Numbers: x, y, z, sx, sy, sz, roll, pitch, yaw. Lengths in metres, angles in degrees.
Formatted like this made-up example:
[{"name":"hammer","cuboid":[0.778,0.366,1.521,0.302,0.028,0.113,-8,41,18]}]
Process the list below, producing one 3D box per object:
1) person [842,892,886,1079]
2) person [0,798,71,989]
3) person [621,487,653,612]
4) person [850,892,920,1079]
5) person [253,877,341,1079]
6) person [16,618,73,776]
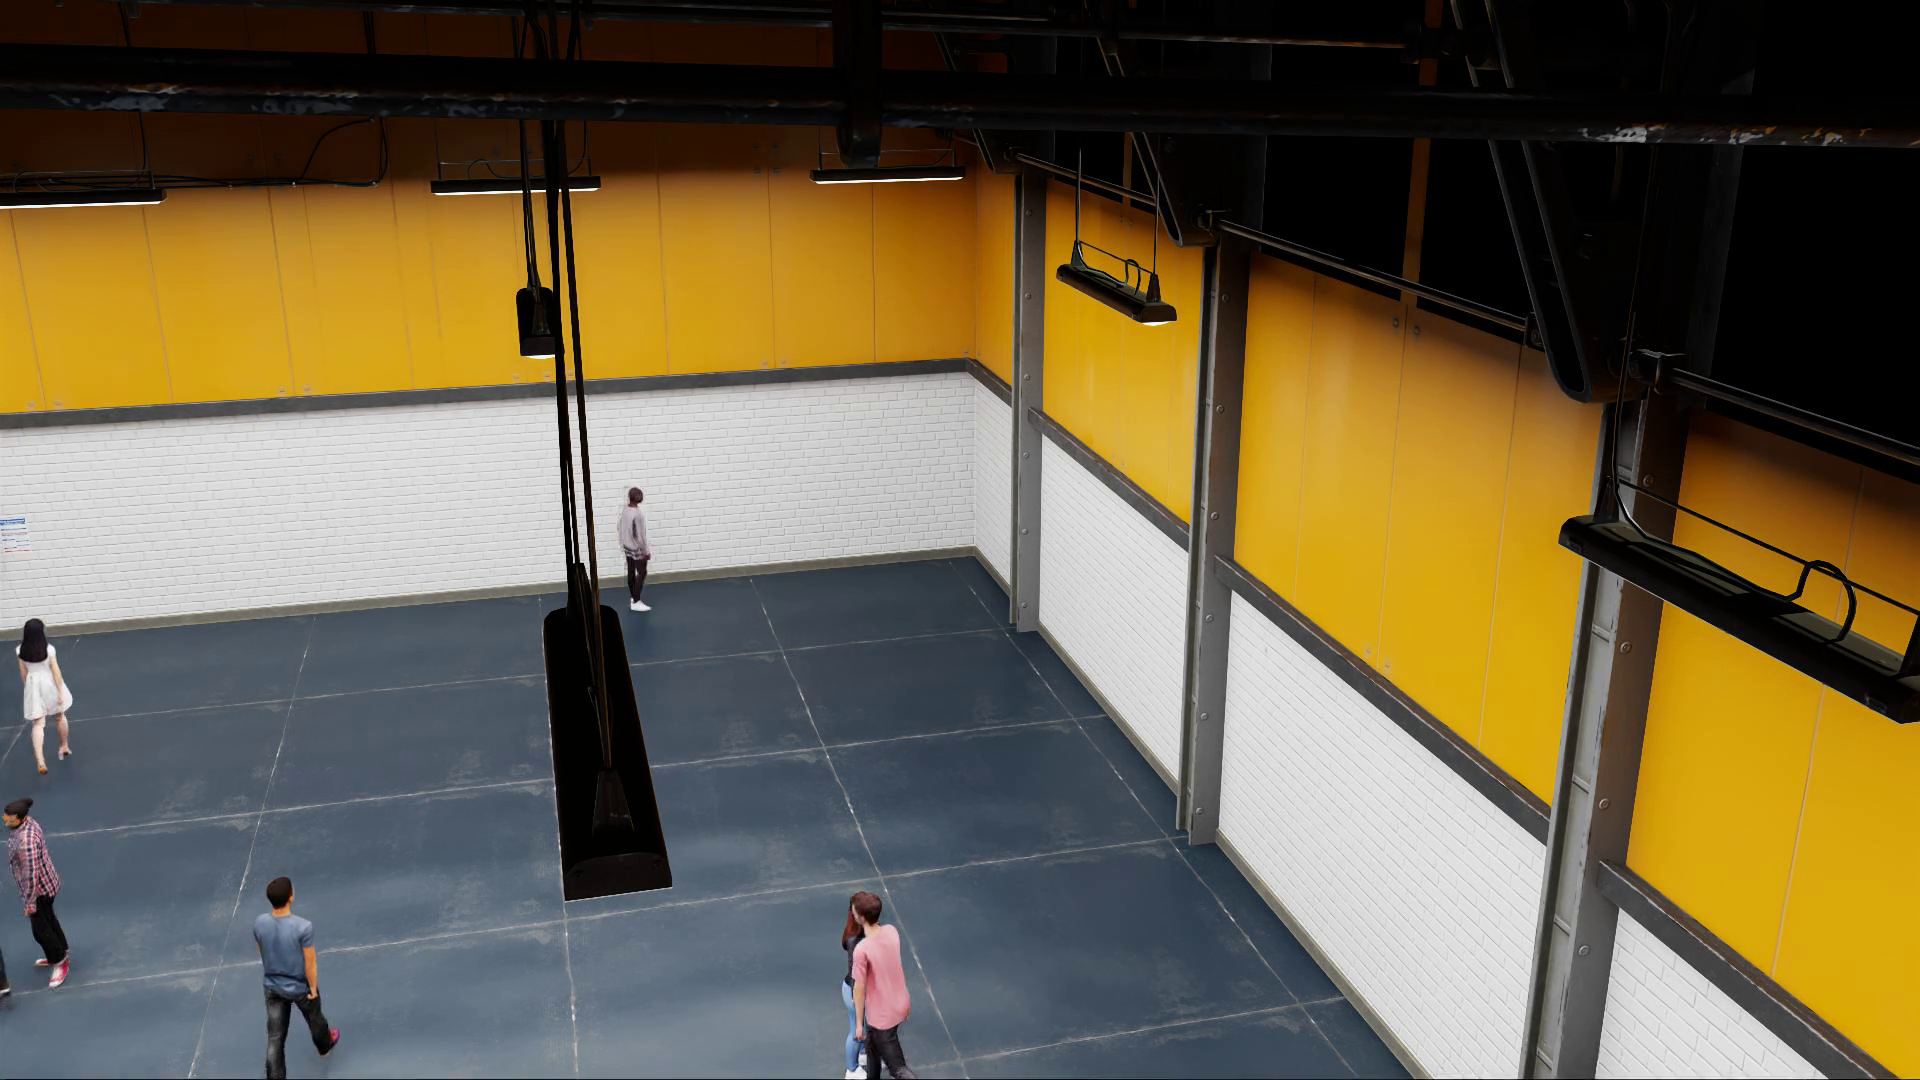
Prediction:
[{"name":"person","cuboid":[-0.761,3.496,13.028,0.771,1.630,0.684,7,20,21]},{"name":"person","cuboid":[-7.963,2.990,14.357,0.871,1.740,0.648,-6,19,-16]},{"name":"person","cuboid":[-4.527,0.087,22.957,0.716,1.754,0.892,12,22,31]},{"name":"person","cuboid":[-0.456,3.570,12.383,1.262,1.901,1.212,11,21,29]},{"name":"person","cuboid":[-5.230,3.488,12.842,0.868,1.764,1.232,0,19,1]},{"name":"person","cuboid":[-9.995,1.734,18.084,0.601,1.743,1.095,-5,19,-13]}]
